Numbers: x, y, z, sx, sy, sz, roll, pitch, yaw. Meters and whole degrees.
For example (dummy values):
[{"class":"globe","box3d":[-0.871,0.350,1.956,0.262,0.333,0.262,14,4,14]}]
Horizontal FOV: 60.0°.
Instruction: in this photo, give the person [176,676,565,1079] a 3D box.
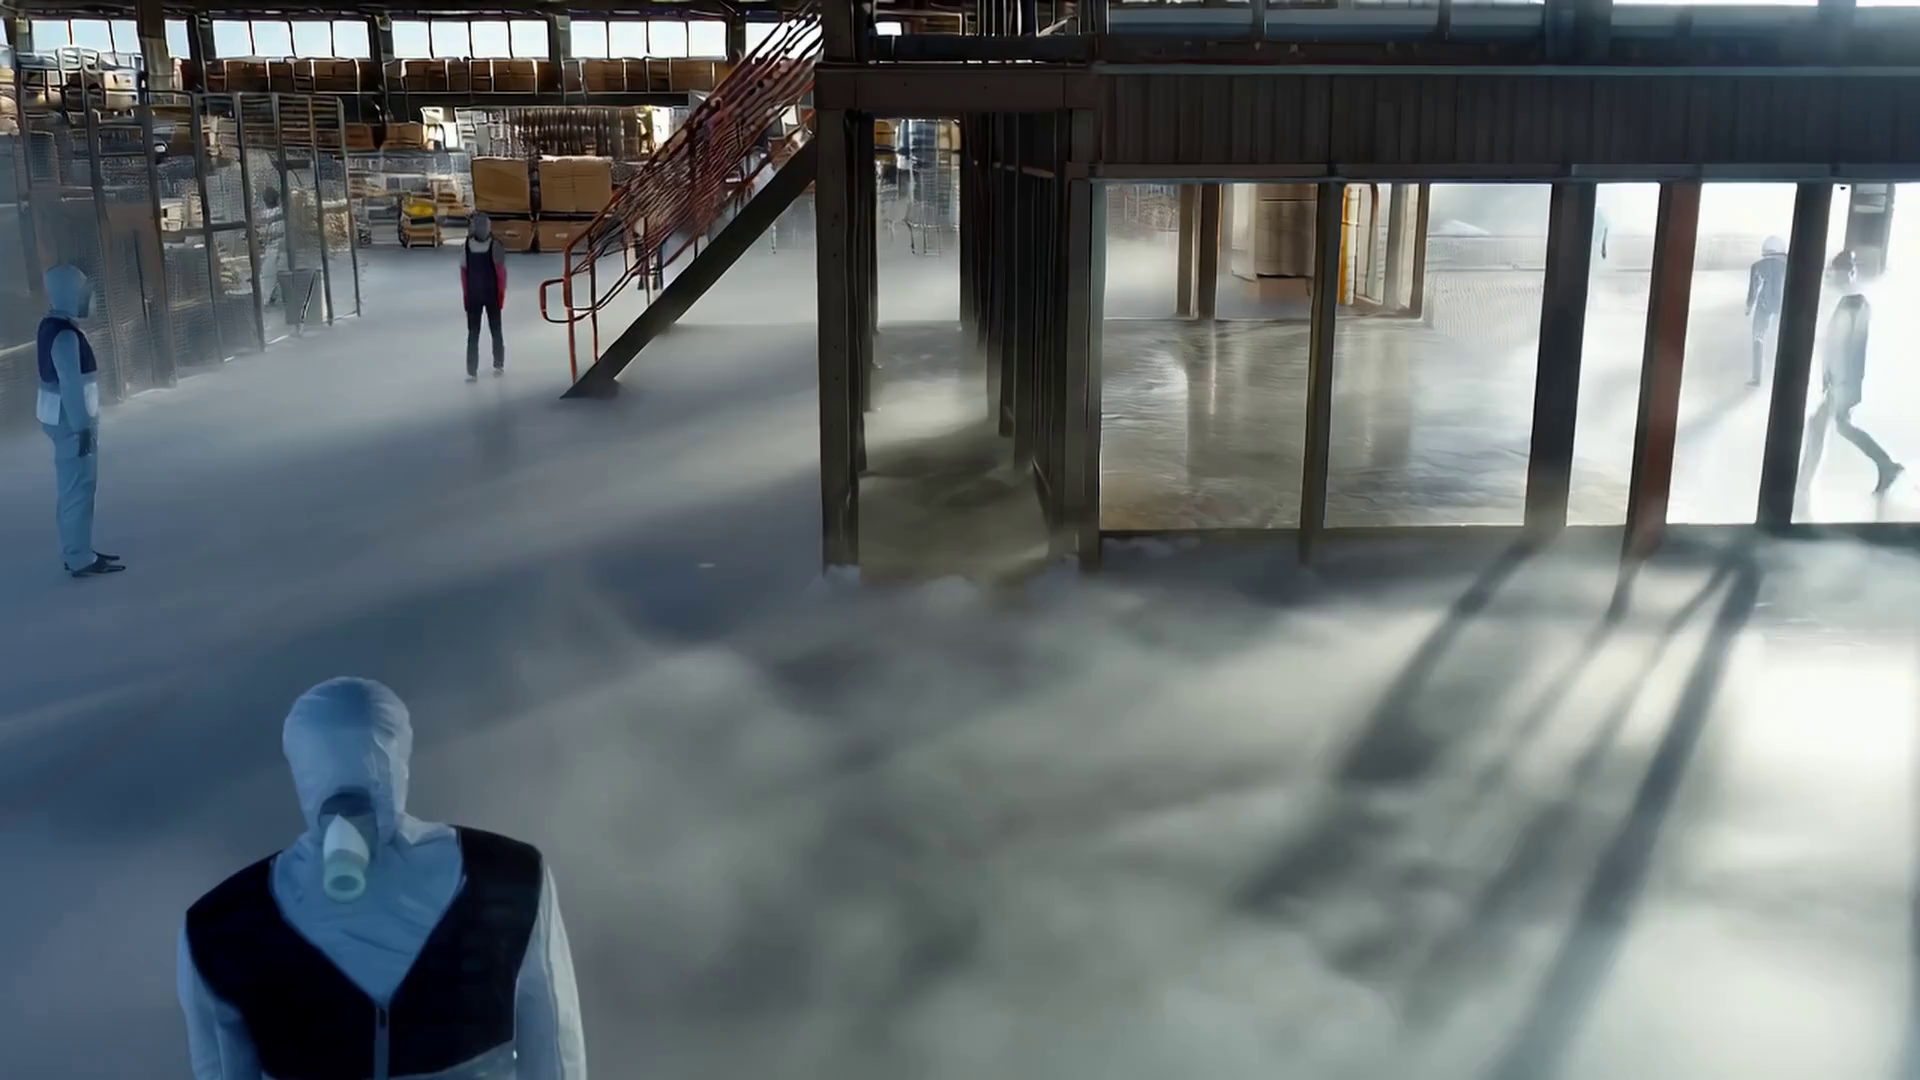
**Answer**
[{"class":"person","box3d":[-0.958,1.123,2.826,0.584,1.911,0.390,-6,15,-23]}]

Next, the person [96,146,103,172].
[{"class":"person","box3d":[-28.967,-12.244,55.972,0.393,2.039,0.613,-11,18,-38]}]

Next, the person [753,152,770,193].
[{"class":"person","box3d":[-5.844,-10.483,49.165,0.542,1.928,0.374,-6,15,-22]}]

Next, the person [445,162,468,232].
[{"class":"person","box3d":[-12.520,-8.504,41.511,0.872,1.792,0.626,-4,14,-14]}]

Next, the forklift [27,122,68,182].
[{"class":"forklift","box3d":[-35.376,-14.773,64.377,1.129,2.768,1.873,-1,14,-2]}]

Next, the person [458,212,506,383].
[{"class":"person","box3d":[-5.155,-2.634,18.032,0.517,1.818,0.686,-1,14,-2]}]

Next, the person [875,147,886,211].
[{"class":"person","box3d":[-2.667,-11.611,53.464,0.642,2.026,0.423,3,14,13]}]

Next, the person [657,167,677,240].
[{"class":"person","box3d":[-7.186,-8.092,40.002,0.601,1.728,0.494,-2,14,-8]}]

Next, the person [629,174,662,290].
[{"class":"person","box3d":[-5.274,-5.170,27.908,0.544,1.939,0.353,-8,16,-28]}]

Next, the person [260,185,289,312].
[{"class":"person","box3d":[-10.113,-4.262,24.428,0.607,1.855,0.785,9,17,33]}]

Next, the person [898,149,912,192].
[{"class":"person","box3d":[-2.291,-15.239,68.596,0.528,1.724,0.893,-11,18,-36]}]

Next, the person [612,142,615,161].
[{"class":"person","box3d":[-17.786,-19.377,84.928,0.512,1.820,0.609,3,14,13]}]

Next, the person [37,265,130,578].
[{"class":"person","box3d":[-5.418,-0.716,10.167,0.391,1.913,0.593,-9,17,-31]}]

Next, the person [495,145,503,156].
[{"class":"person","box3d":[-20.462,-16.641,74.001,0.457,1.818,0.596,-4,15,-17]}]

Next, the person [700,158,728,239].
[{"class":"person","box3d":[-5.898,-8.209,40.048,1.008,1.935,0.620,3,14,13]}]
